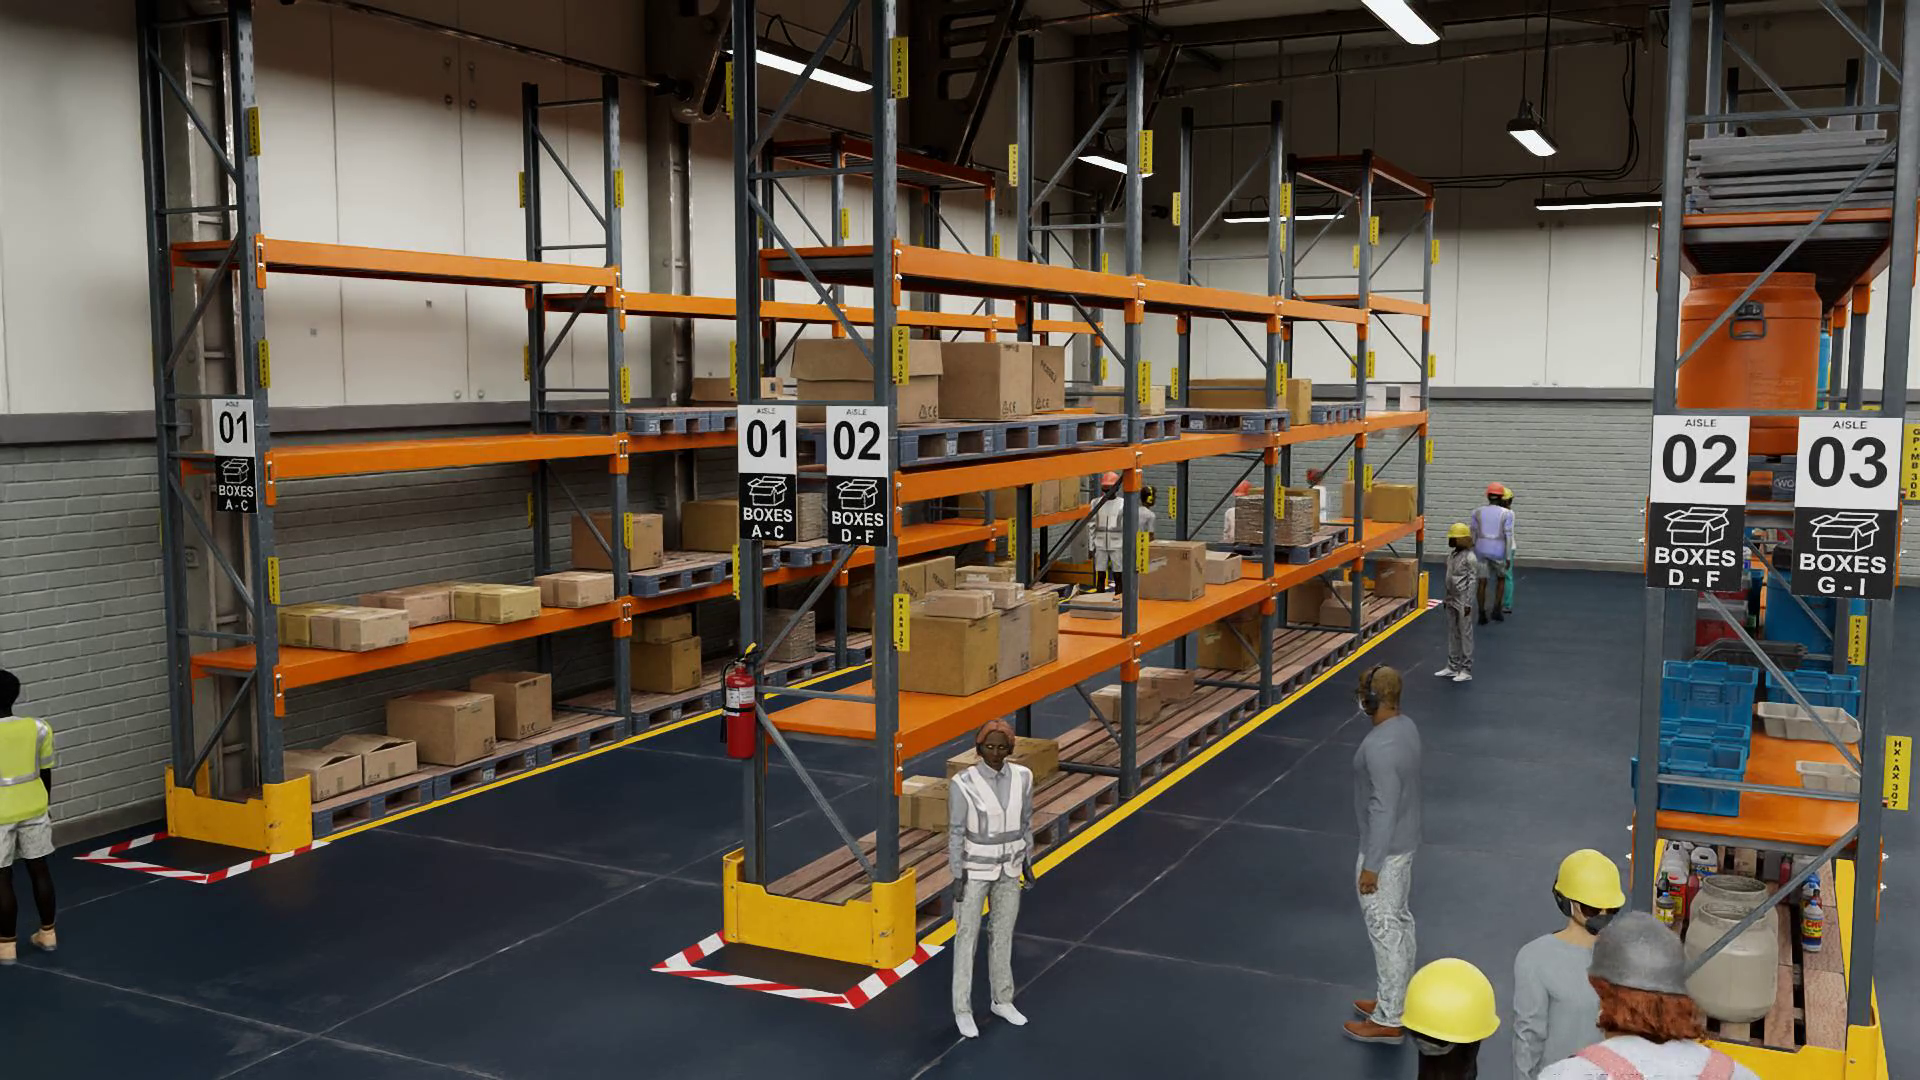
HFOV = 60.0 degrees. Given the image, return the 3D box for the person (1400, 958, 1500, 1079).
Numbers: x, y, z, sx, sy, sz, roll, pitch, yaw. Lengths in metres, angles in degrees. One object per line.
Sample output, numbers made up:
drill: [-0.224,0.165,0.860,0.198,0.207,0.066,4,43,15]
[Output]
person: [1.234,2.028,4.302,0.584,1.928,0.372,5,8,39]

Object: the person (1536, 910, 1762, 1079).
person: [1.772,1.965,4.383,0.696,2.000,0.723,0,6,0]

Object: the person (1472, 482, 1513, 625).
person: [7.164,0.177,22.399,0.565,1.900,0.689,3,7,31]

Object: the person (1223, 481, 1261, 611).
person: [3.665,0.222,21.595,0.613,1.986,0.401,5,8,40]

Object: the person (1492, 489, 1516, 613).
person: [7.642,0.151,23.381,0.326,1.761,0.523,2,6,23]

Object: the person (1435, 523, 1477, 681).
person: [5.489,0.677,18.336,0.293,1.745,0.484,-2,6,-18]

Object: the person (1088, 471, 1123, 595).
person: [2.032,0.087,22.609,0.607,2.048,0.369,2,6,20]

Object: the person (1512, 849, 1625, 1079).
person: [2.182,1.950,5.850,0.530,1.768,0.312,-2,6,-17]

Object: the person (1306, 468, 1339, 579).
person: [5.832,-0.271,27.256,0.877,1.816,0.578,5,7,38]

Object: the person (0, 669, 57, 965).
person: [-5.505,1.592,9.639,0.319,1.698,0.538,3,7,28]

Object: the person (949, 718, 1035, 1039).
person: [0.164,1.729,8.624,0.515,1.636,0.315,-4,7,-31]

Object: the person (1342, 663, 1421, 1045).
person: [2.174,1.591,8.516,0.350,1.935,0.635,3,7,26]
